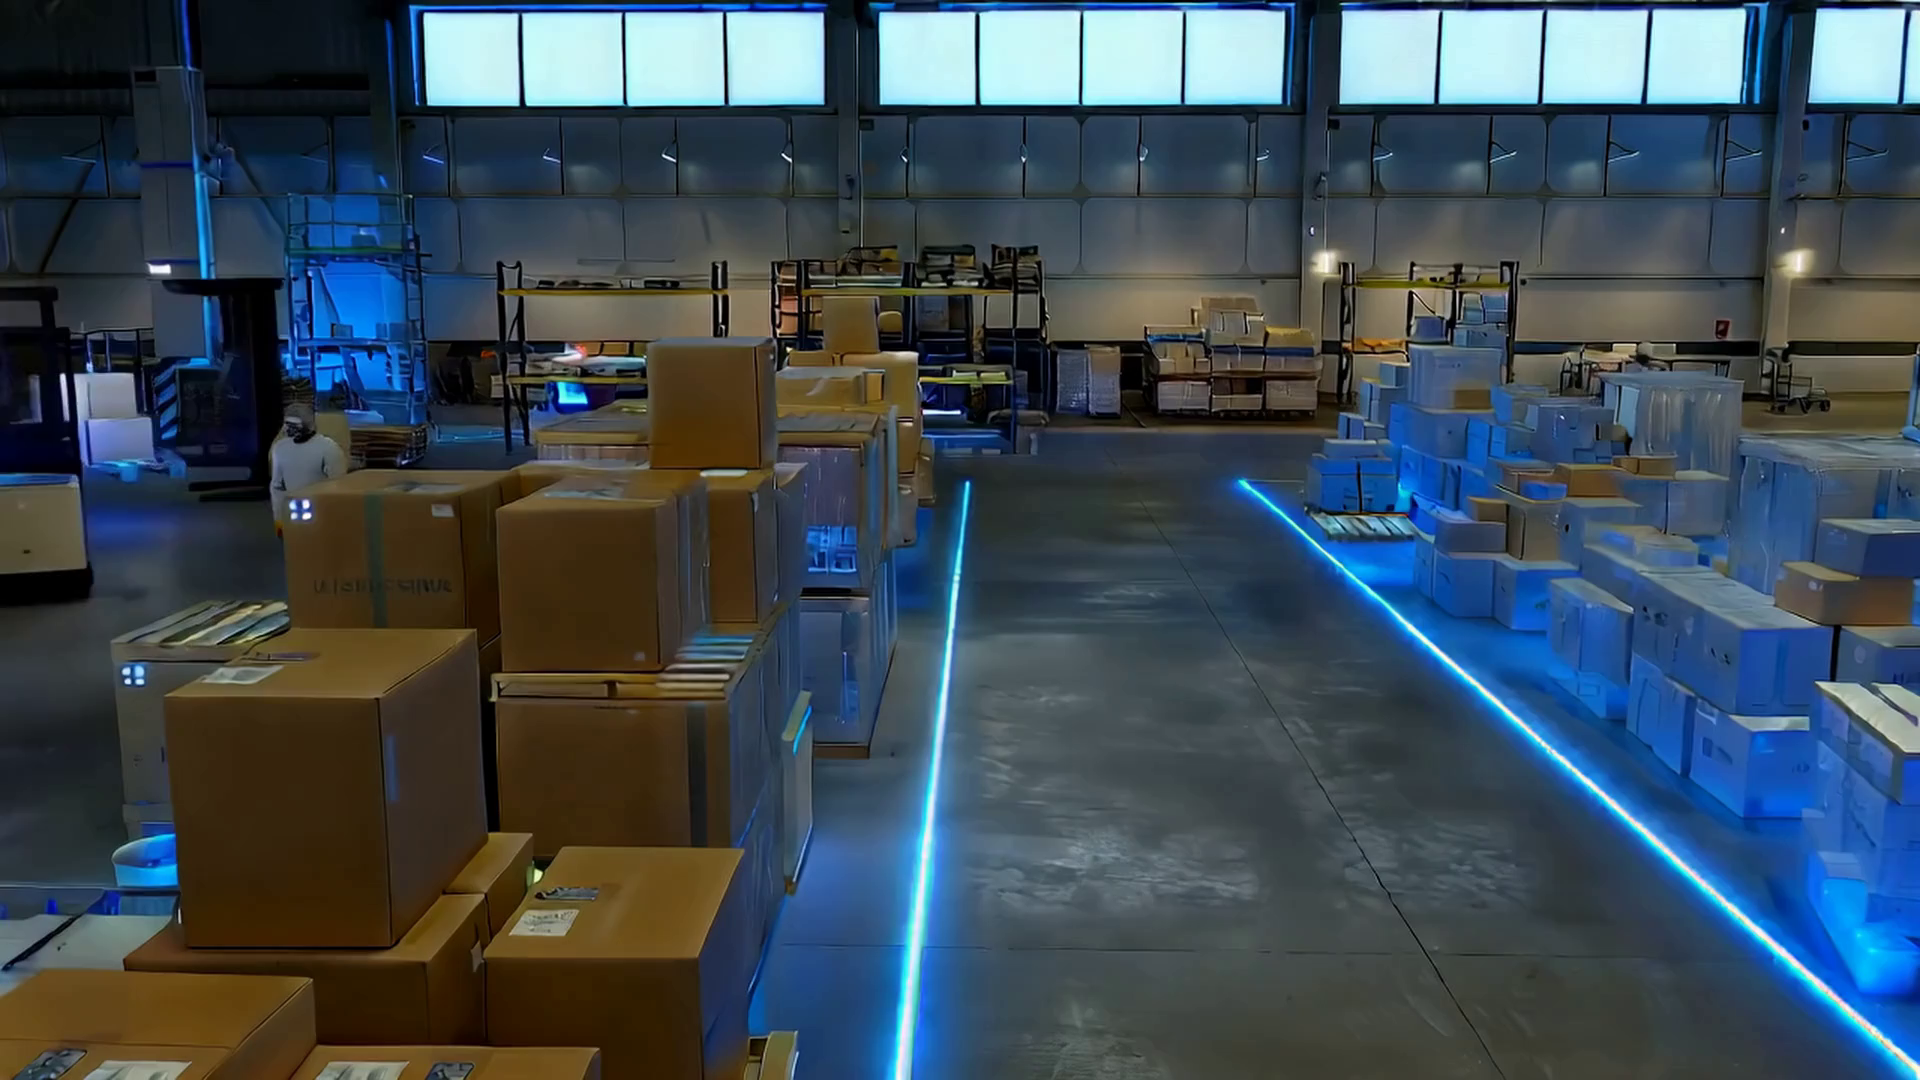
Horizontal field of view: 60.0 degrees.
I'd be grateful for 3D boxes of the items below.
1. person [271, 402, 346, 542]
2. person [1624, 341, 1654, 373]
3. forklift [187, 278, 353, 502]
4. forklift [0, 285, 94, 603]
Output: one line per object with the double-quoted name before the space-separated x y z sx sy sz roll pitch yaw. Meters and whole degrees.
"person" -5.207 -0.145 13.322 0.633 1.936 0.353 2 10 13
"person" 10.028 -2.023 24.768 0.544 1.884 1.028 -6 11 -33
"forklift" -9.030 -1.997 21.599 1.873 2.768 1.129 -6 11 -33
"forklift" -8.658 -0.926 15.185 1.129 2.768 1.873 -5 11 -27
